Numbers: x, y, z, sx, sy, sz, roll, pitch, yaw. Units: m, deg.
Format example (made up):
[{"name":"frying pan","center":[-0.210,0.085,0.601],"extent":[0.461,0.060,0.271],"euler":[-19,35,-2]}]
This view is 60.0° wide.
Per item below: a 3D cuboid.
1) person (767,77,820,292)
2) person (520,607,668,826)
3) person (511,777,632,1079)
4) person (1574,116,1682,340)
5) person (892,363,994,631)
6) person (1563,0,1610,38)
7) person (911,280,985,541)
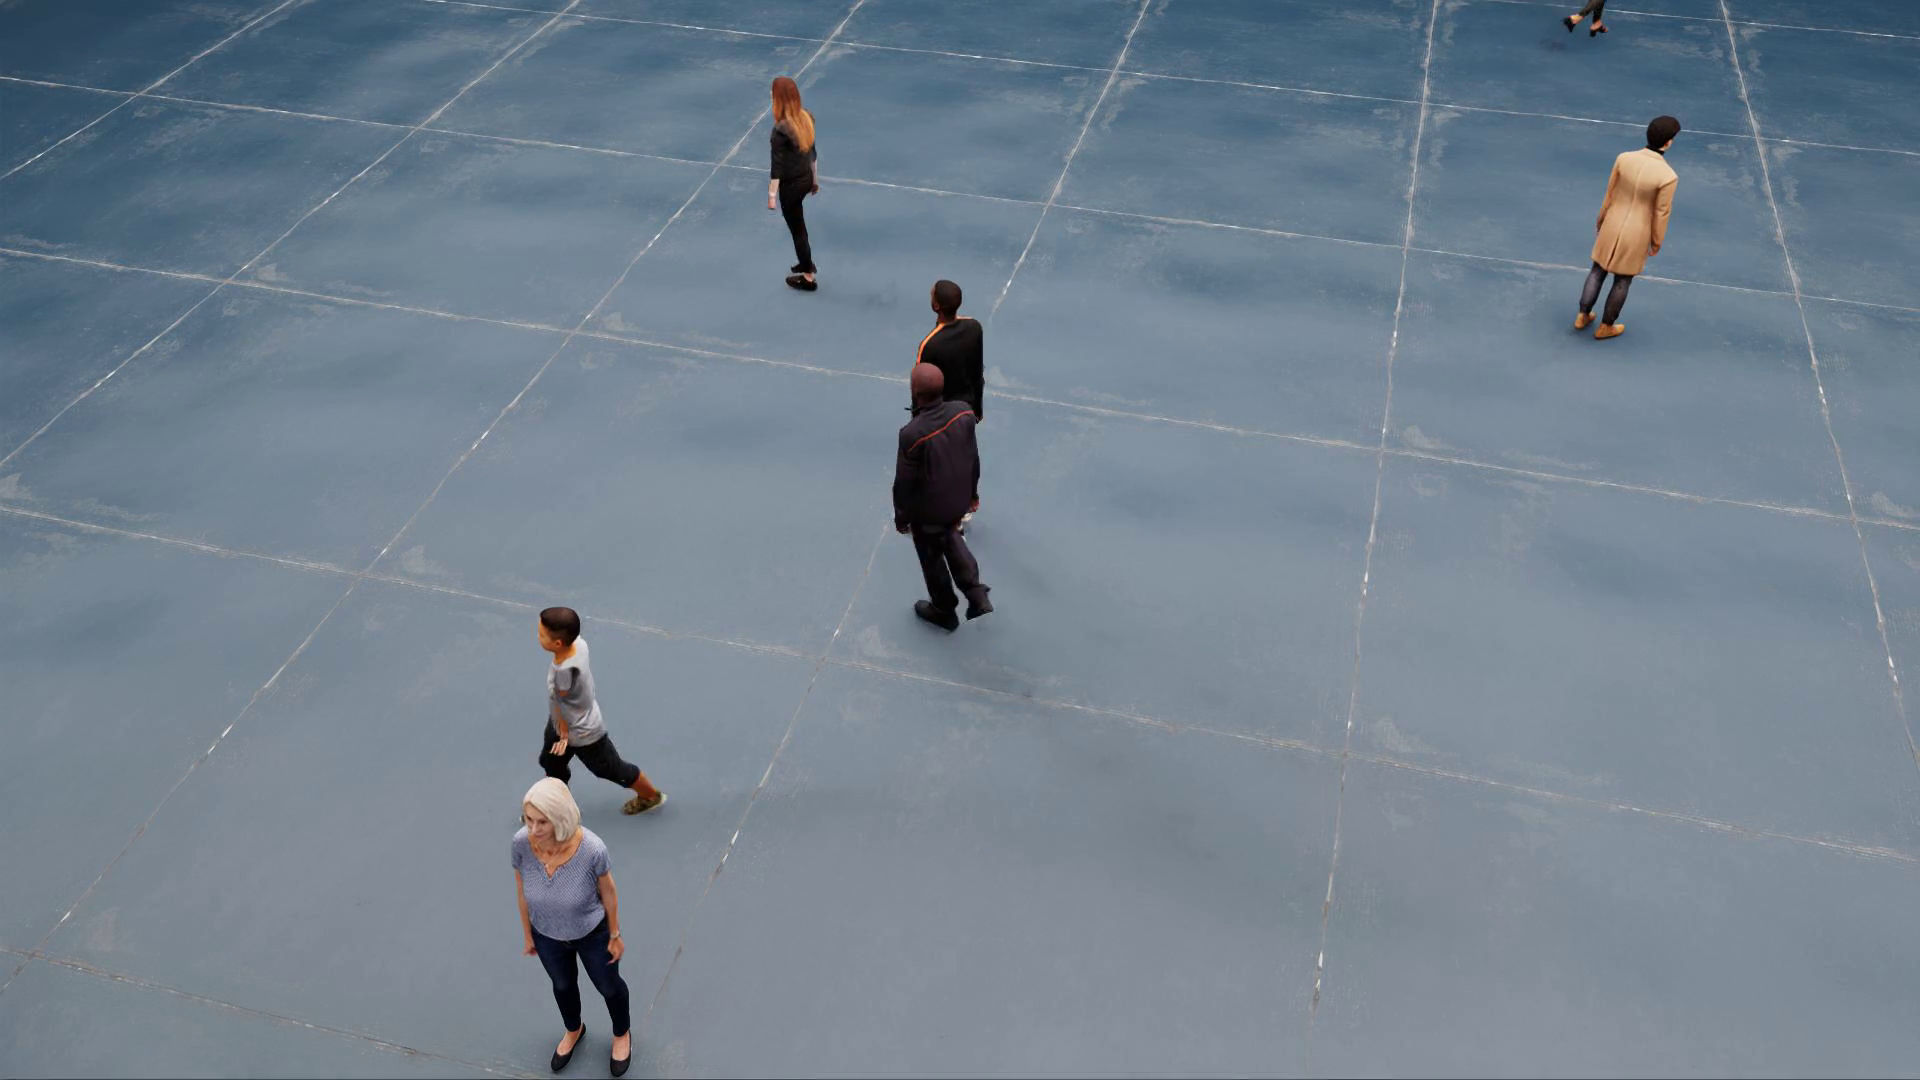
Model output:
[{"name":"person","center":[-1.167,-2.656,12.573],"extent":[0.747,1.698,0.612],"euler":[19,42,23]},{"name":"person","center":[-1.843,0.865,8.295],"extent":[0.935,1.425,1.018],"euler":[-7,39,-9]},{"name":"person","center":[-1.640,1.641,7.062],"extent":[0.616,1.722,0.541],"euler":[4,38,6]},{"name":"person","center":[4.828,-2.248,12.032],"extent":[0.789,1.723,0.764],"euler":[-31,48,-34]},{"name":"person","center":[-0.060,-0.163,9.296],"extent":[0.900,1.810,0.955],"euler":[-24,44,-28]},{"name":"person","center":[6.442,-5.802,16.612],"extent":[1.030,1.677,0.990],"euler":[-20,42,-24]},{"name":"person","center":[-0.007,-0.732,10.029],"extent":[0.722,1.803,0.820],"euler":[-29,46,-31]}]
